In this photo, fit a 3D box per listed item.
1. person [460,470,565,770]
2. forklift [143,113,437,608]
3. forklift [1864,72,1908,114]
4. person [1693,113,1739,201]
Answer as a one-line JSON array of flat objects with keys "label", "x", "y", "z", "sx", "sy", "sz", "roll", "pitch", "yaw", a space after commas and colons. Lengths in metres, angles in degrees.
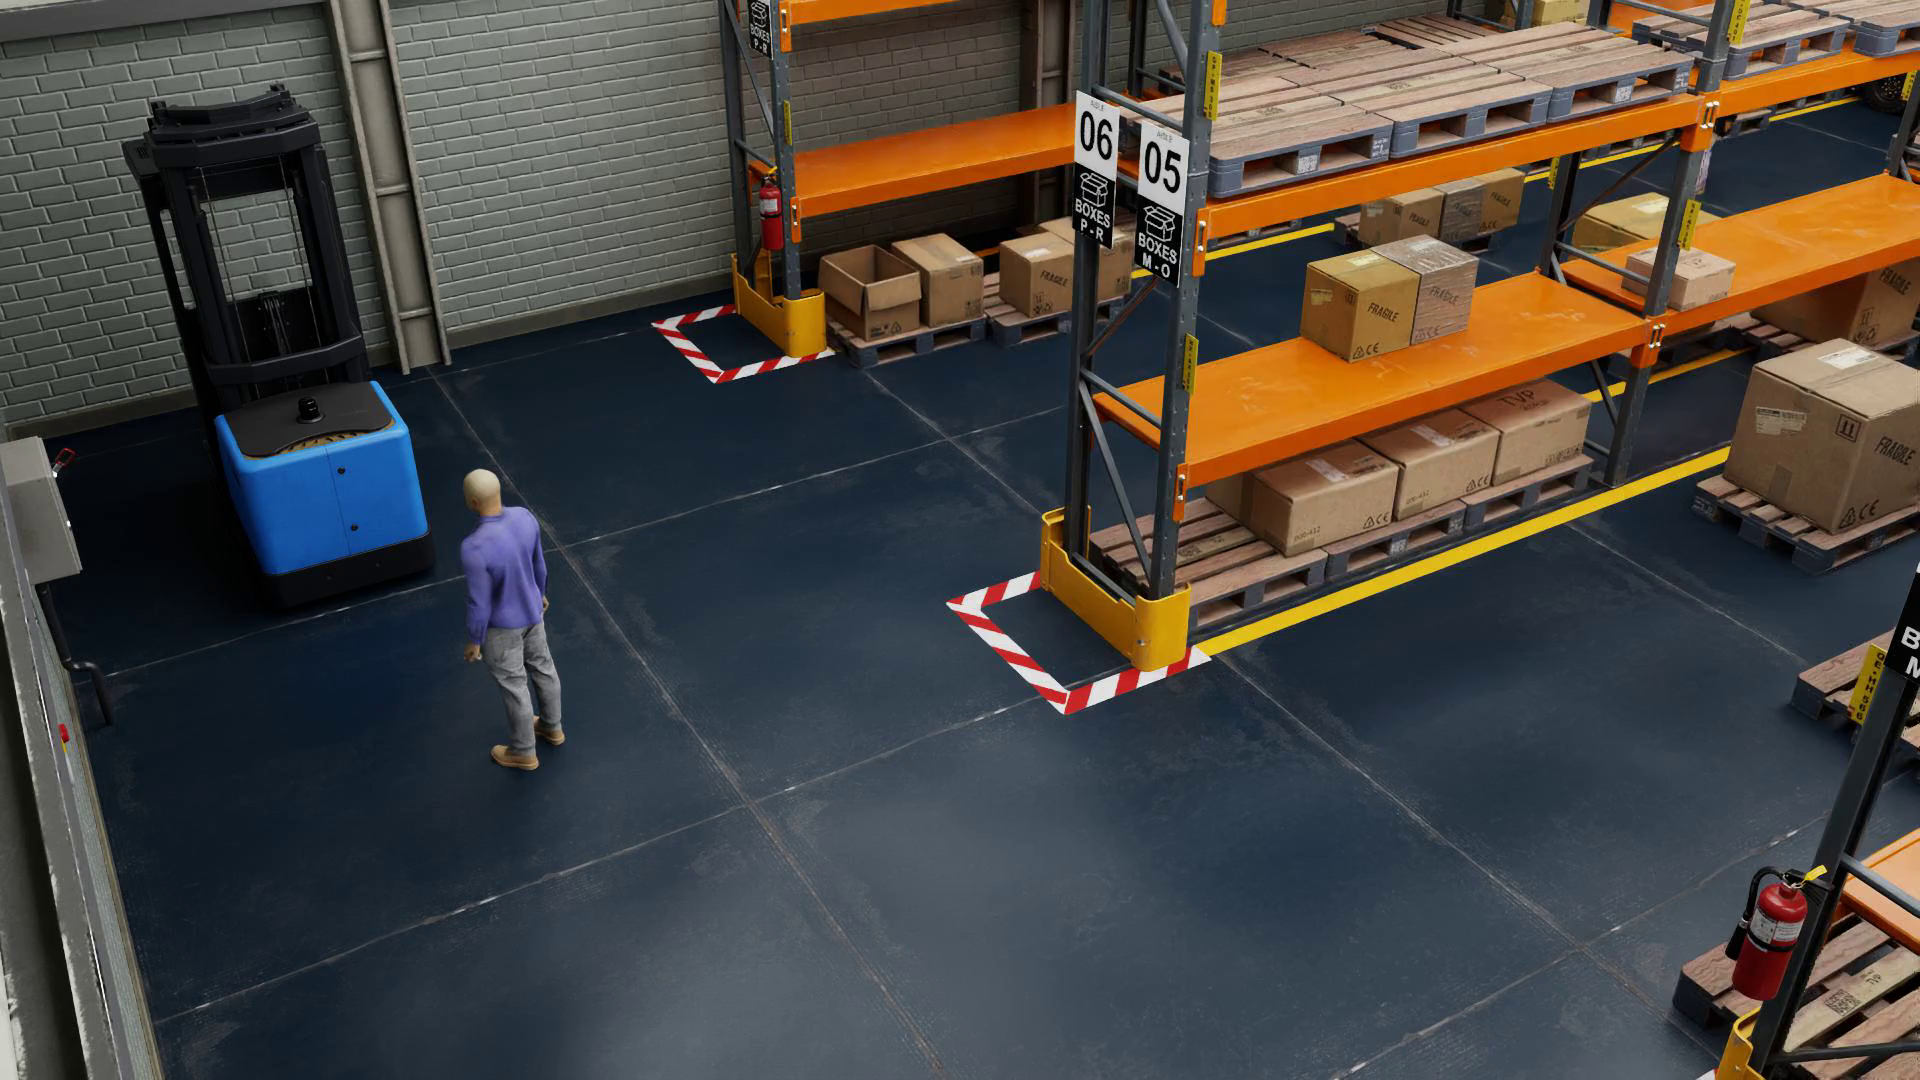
[{"label": "person", "x": -2.369, "y": 0.423, "z": 8.805, "sx": 0.396, "sy": 1.798, "sz": 0.584, "roll": 16, "pitch": 35, "yaw": 23}, {"label": "forklift", "x": -4.289, "y": -1.259, "z": 10.509, "sx": 1.129, "sy": 2.768, "sz": 1.873, "roll": -17, "pitch": 36, "yaw": -26}, {"label": "forklift", "x": 11.468, "y": -5.645, "z": 18.244, "sx": 1.214, "sy": 2.155, "sz": 2.313, "roll": -17, "pitch": 36, "yaw": -26}, {"label": "person", "x": 7.270, "y": -4.192, "z": 16.256, "sx": 0.669, "sy": 1.808, "sz": 0.643, "roll": -5, "pitch": 32, "yaw": -8}]
